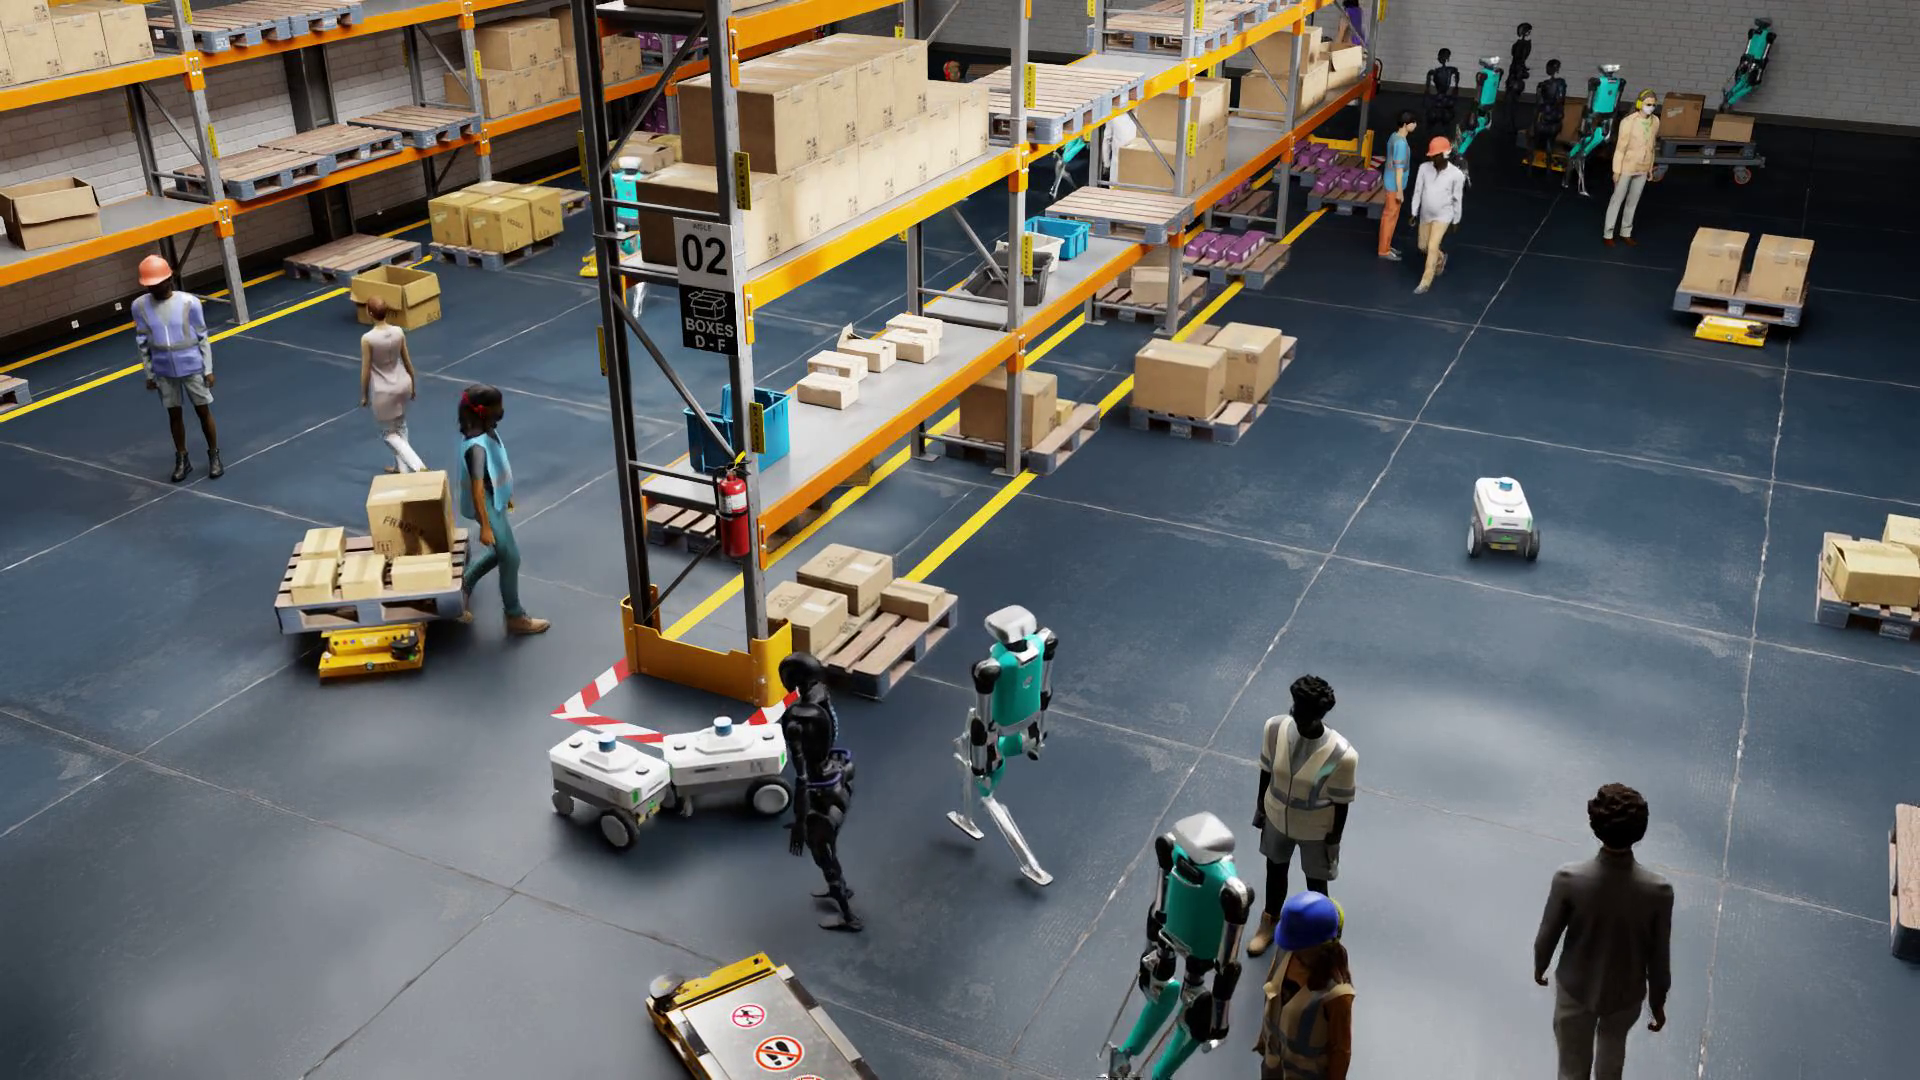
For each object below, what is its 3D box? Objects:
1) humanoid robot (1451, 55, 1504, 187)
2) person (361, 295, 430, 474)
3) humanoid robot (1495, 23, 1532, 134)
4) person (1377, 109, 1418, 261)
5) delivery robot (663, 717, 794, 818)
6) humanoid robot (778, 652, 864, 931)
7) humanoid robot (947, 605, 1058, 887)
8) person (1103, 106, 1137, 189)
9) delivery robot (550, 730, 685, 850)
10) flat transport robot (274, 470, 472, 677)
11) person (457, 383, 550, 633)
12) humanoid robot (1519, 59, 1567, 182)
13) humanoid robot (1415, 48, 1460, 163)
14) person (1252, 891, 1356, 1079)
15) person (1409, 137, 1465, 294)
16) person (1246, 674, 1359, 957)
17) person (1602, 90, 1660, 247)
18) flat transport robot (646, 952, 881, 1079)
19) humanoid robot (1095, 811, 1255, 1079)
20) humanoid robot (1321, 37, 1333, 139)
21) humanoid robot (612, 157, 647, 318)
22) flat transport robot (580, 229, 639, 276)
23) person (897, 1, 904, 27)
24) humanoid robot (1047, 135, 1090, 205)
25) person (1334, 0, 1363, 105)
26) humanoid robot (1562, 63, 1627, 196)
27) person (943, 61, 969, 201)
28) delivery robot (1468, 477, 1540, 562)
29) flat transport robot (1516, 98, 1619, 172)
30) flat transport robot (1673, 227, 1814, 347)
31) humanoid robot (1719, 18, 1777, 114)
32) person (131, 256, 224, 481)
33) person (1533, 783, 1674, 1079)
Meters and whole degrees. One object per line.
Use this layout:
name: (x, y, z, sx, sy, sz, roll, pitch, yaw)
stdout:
humanoid robot: (6.921, -5.691, 22.677, 0.550, 1.844, 0.735, -22, 34, -37)
person: (-4.633, -1.200, 13.646, 0.674, 1.639, 0.440, 17, 31, 30)
humanoid robot: (8.495, -7.054, 25.436, 0.360, 1.657, 0.584, 1, 26, 2)
person: (5.126, -4.159, 19.504, 0.339, 1.759, 0.499, 3, 26, 6)
delivery robot: (-1.348, 1.319, 9.807, 0.780, 0.609, 0.519, -5, 27, -11)
humanoid robot: (-0.703, 1.308, 8.556, 0.403, 1.642, 0.599, 6, 27, 12)
humanoid robot: (0.119, 1.048, 9.025, 0.581, 1.733, 1.013, -21, 33, -36)
person: (2.050, -4.561, 20.148, 0.642, 1.907, 0.402, 3, 26, 6)
delivery robot: (-2.007, 1.398, 9.635, 0.790, 0.597, 0.499, 16, 30, 28)
flat transport robot: (-4.088, 0.513, 11.741, 0.659, 0.231, 1.431, -5, 27, -10)
person: (-3.283, -0.203, 11.409, 0.676, 1.851, 0.552, -6, 27, -12)
humanoid robot: (8.065, -5.754, 22.817, 0.584, 1.641, 0.450, -13, 29, -24)
humanoid robot: (6.830, -6.131, 23.589, 0.590, 1.646, 0.446, -9, 28, -17)
person: (1.367, 2.143, 6.754, 0.334, 1.771, 0.468, -12, 29, -23)
person: (5.318, -3.642, 18.495, 0.710, 1.719, 0.560, -24, 35, -39)
person: (1.703, 1.410, 8.323, 0.532, 1.693, 0.320, 21, 33, 36)
person: (8.083, -4.471, 20.003, 0.566, 1.874, 0.390, -8, 27, -15)
flat transport robot: (-0.893, 2.452, 7.826, 0.659, 0.231, 1.431, -16, 30, -29)
humanoid robot: (0.823, 2.006, 7.067, 0.696, 1.773, 0.531, -16, 30, -29)
humanoid robot: (5.361, -6.602, 24.576, 0.787, 1.627, 0.591, 6, 27, 13)
humanoid robot: (-3.469, -3.297, 17.805, 0.570, 1.768, 0.920, -3, 27, -7)
flat transport robot: (-3.950, -3.384, 19.613, 0.659, 0.231, 1.431, 3, 26, 6)
person: (-0.932, -9.488, 30.190, 0.367, 1.827, 0.505, 22, 34, 37)
humanoid robot: (1.390, -5.288, 21.831, 0.546, 1.766, 0.963, 23, 34, 38)
person: (6.282, -8.158, 27.408, 0.802, 1.901, 0.547, 13, 29, 25)
humanoid robot: (8.395, -5.515, 22.363, 0.564, 1.844, 0.806, -8, 27, -15)
person: (-0.129, -5.329, 21.760, 0.387, 1.849, 0.566, 18, 31, 32)
delivery robot: (4.181, -0.195, 12.839, 0.499, 0.586, 0.780, 4, 27, 7)
flat transport robot: (8.836, -5.548, 23.985, 1.431, 0.231, 0.659, -19, 32, -33)
flat transport robot: (8.213, -2.379, 17.584, 0.659, 0.231, 1.431, 13, 29, 25)
humanoid robot: (11.797, -6.988, 25.250, 0.855, 1.779, 0.568, -6, 27, -12)
person: (-6.476, -1.416, 13.763, 0.550, 1.932, 0.369, -6, 27, -11)
person: (2.766, 1.862, 7.209, 0.560, 1.870, 0.718, 8, 27, 15)
